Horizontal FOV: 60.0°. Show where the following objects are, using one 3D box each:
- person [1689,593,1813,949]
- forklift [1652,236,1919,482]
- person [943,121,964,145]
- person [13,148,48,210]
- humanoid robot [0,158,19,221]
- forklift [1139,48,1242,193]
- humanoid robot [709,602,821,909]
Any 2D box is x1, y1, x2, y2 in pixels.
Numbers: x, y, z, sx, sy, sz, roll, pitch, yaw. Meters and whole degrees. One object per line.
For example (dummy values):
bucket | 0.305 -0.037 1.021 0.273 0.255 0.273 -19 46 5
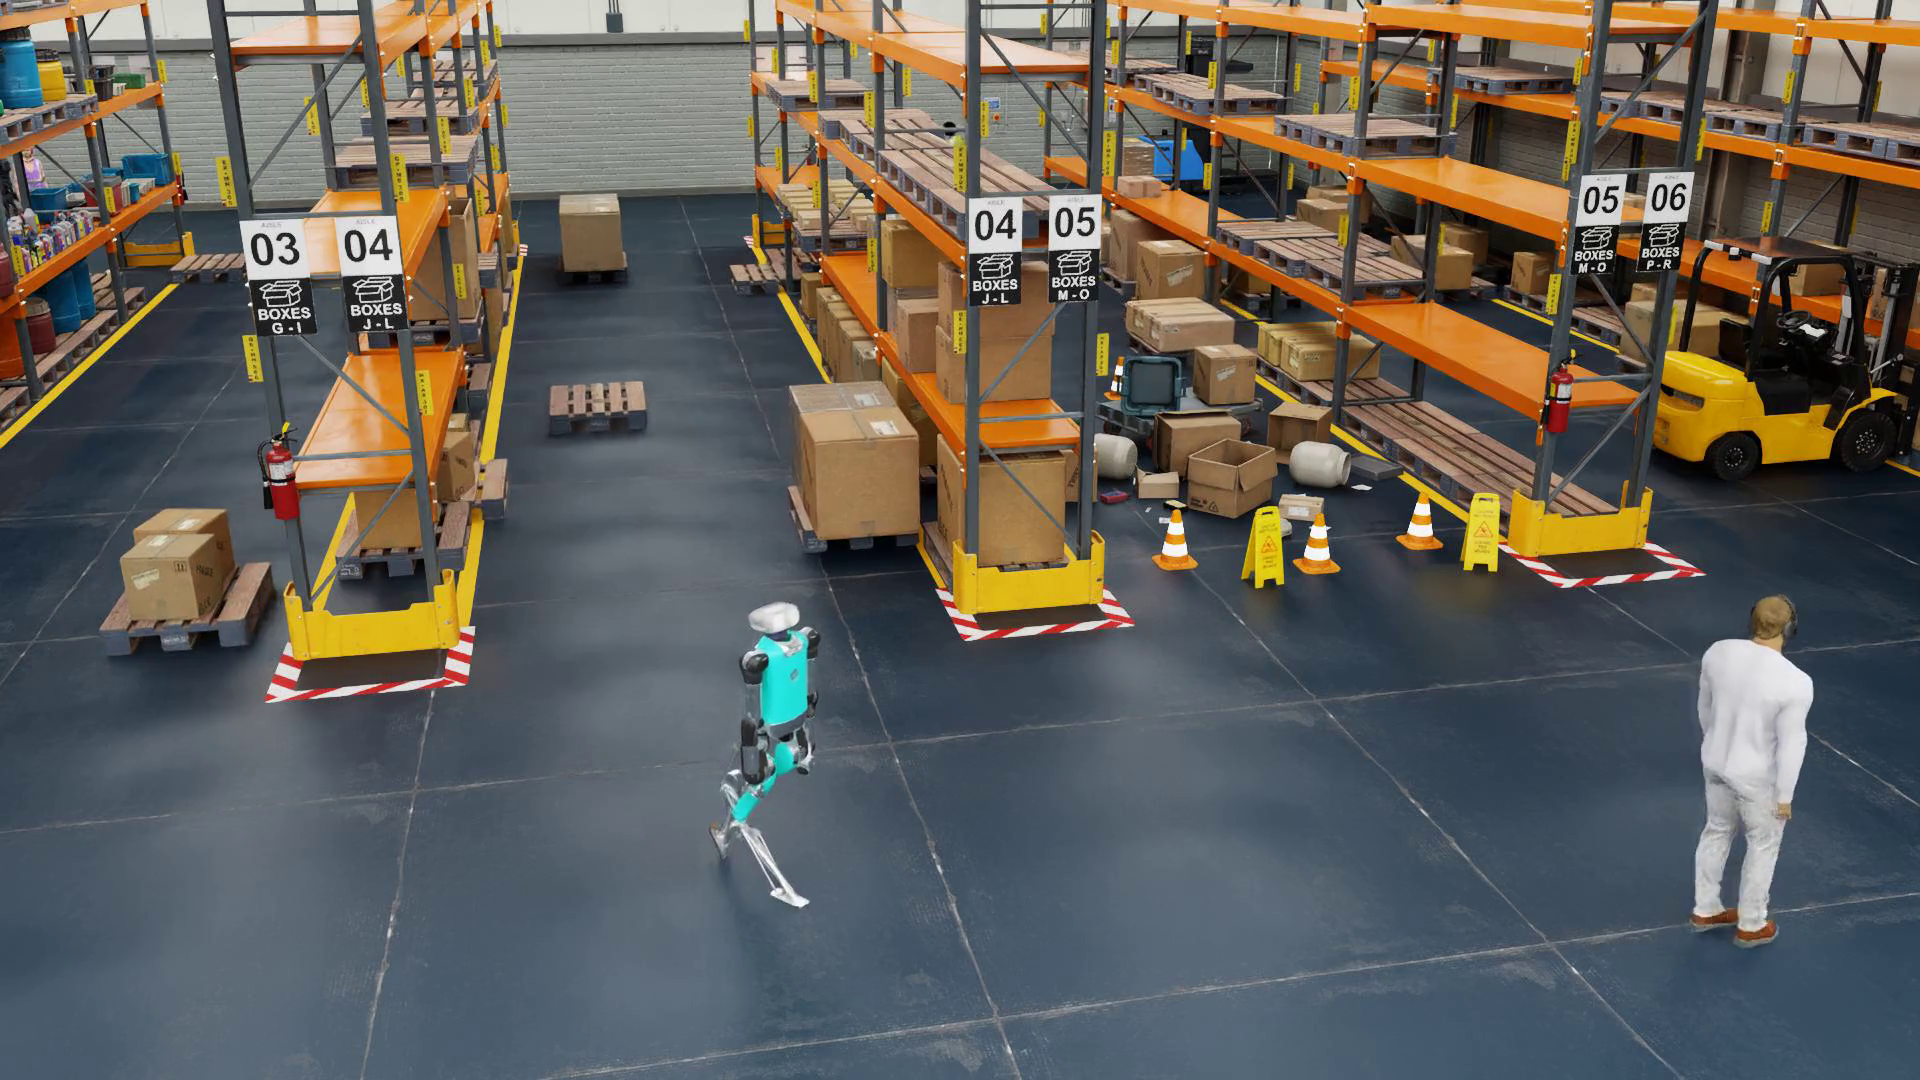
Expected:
person | 4.140 1.179 8.669 0.572 1.918 0.660 -9 22 -22
forklift | 8.013 -1.814 16.330 2.313 2.155 1.214 -4 21 -12
person | -0.109 -6.963 30.968 0.856 1.636 0.576 6 21 16
person | -15.327 -5.698 27.498 0.479 1.694 0.351 -17 26 -39
humanoid robot | -15.990 -5.825 27.860 0.321 1.645 0.602 -5 21 -14
forklift | 4.566 -8.313 32.860 1.873 2.768 1.129 -4 21 -12
humanoid robot | -1.207 1.109 9.134 0.935 1.777 0.537 15 25 35
